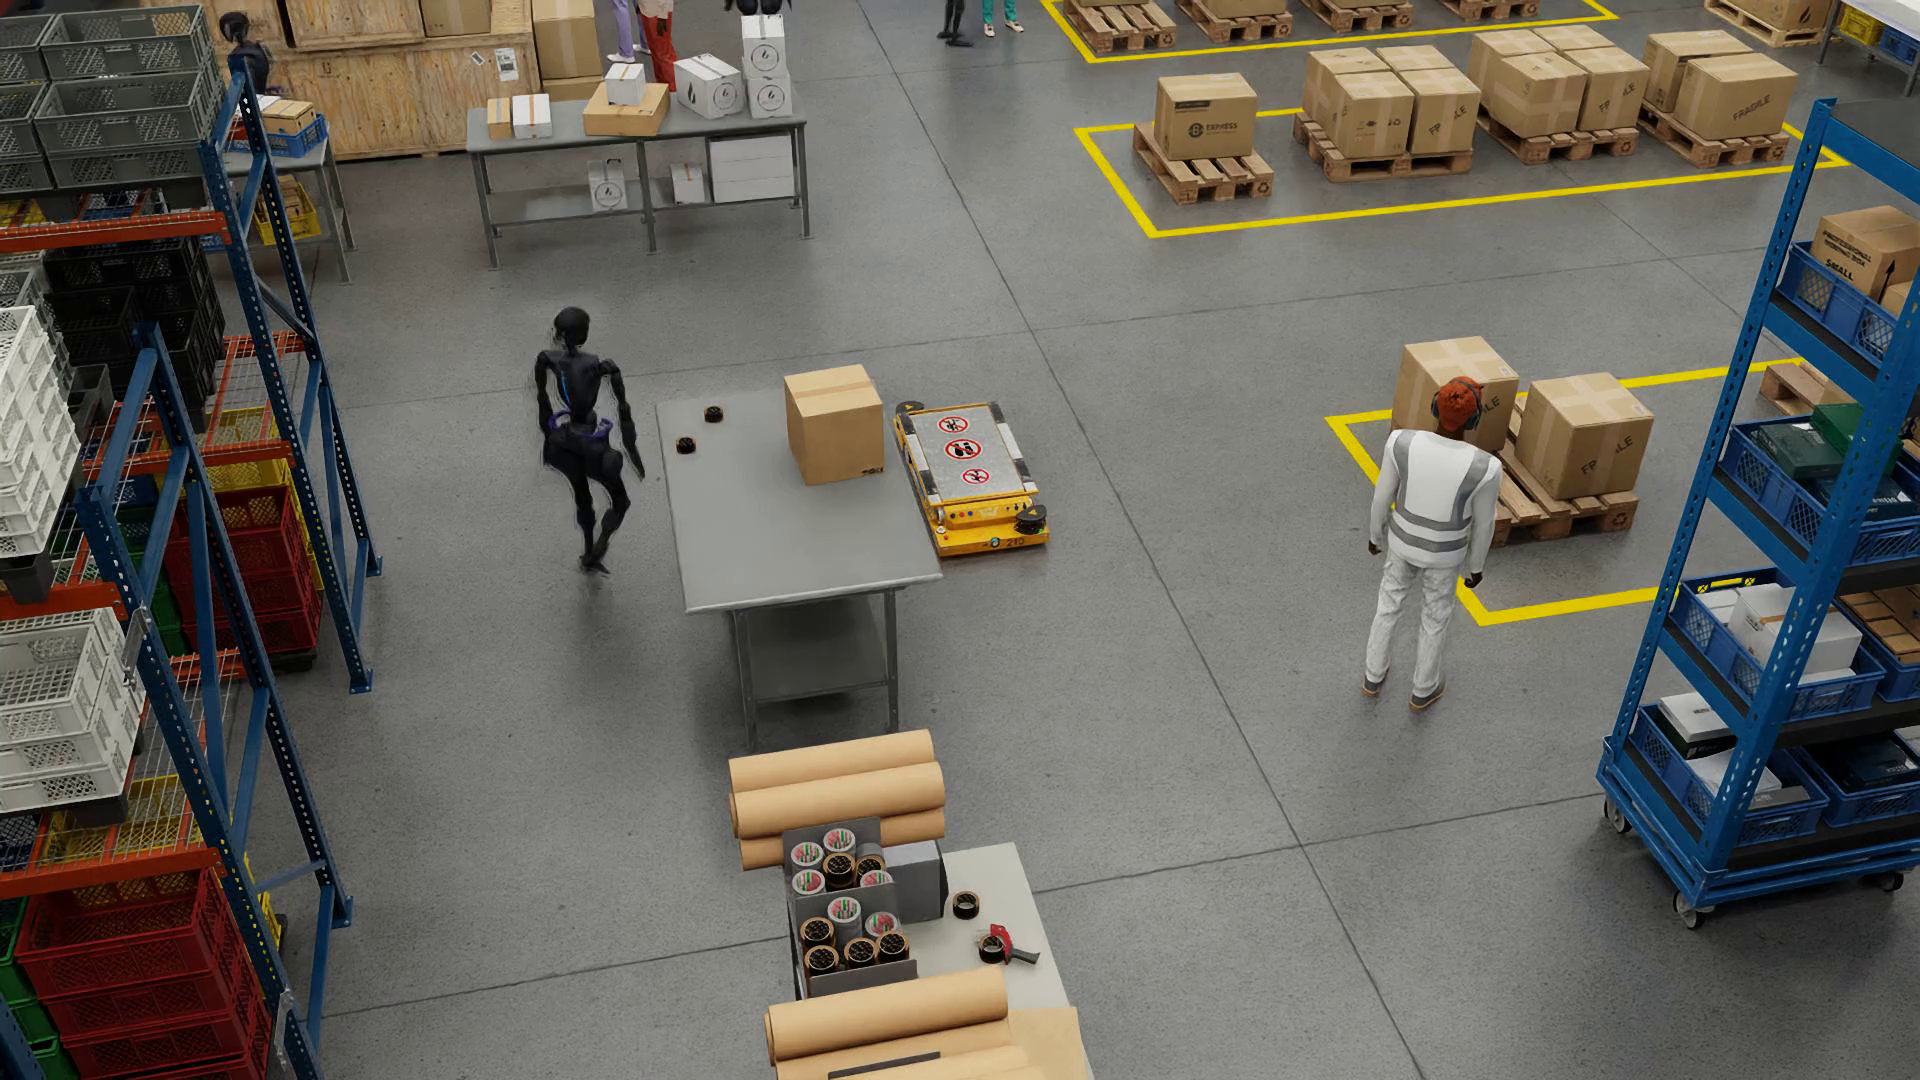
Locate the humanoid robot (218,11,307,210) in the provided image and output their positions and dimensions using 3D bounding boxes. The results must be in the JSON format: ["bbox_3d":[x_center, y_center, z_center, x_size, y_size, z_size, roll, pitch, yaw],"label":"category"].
[{"bbox_3d":[-5.377,-3.224,12.707,0.452,1.644,0.577,-10,38,-13],"label":"humanoid robot"}]

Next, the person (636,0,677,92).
[{"bbox_3d":[-2.645,-4.581,14.264,0.381,1.995,0.609,-16,39,-20],"label":"person"}]

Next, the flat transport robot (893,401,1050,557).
[{"bbox_3d":[0.046,-0.430,10.108,0.652,0.197,1.431,-8,37,-10],"label":"flat transport robot"}]

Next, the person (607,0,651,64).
[{"bbox_3d":[-3.175,-5.418,15.458,0.405,1.918,0.582,24,43,28],"label":"person"}]

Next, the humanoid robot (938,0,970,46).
[{"bbox_3d":[-0.030,-5.568,15.862,0.405,1.641,0.638,-4,37,-5],"label":"humanoid robot"}]

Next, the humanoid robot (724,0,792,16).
[{"bbox_3d":[-1.858,-4.967,15.048,0.621,1.642,0.400,4,37,5],"label":"humanoid robot"}]

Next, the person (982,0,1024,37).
[{"bbox_3d":[0.425,-5.778,16.063,0.523,1.768,0.307,-15,39,-19],"label":"person"}]

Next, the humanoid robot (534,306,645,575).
[{"bbox_3d":[-2.045,-0.499,9.048,0.609,1.646,0.398,11,38,15],"label":"humanoid robot"}]

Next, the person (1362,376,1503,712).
[{"bbox_3d":[2.291,0.035,8.154,0.585,1.881,0.342,19,41,24],"label":"person"}]
